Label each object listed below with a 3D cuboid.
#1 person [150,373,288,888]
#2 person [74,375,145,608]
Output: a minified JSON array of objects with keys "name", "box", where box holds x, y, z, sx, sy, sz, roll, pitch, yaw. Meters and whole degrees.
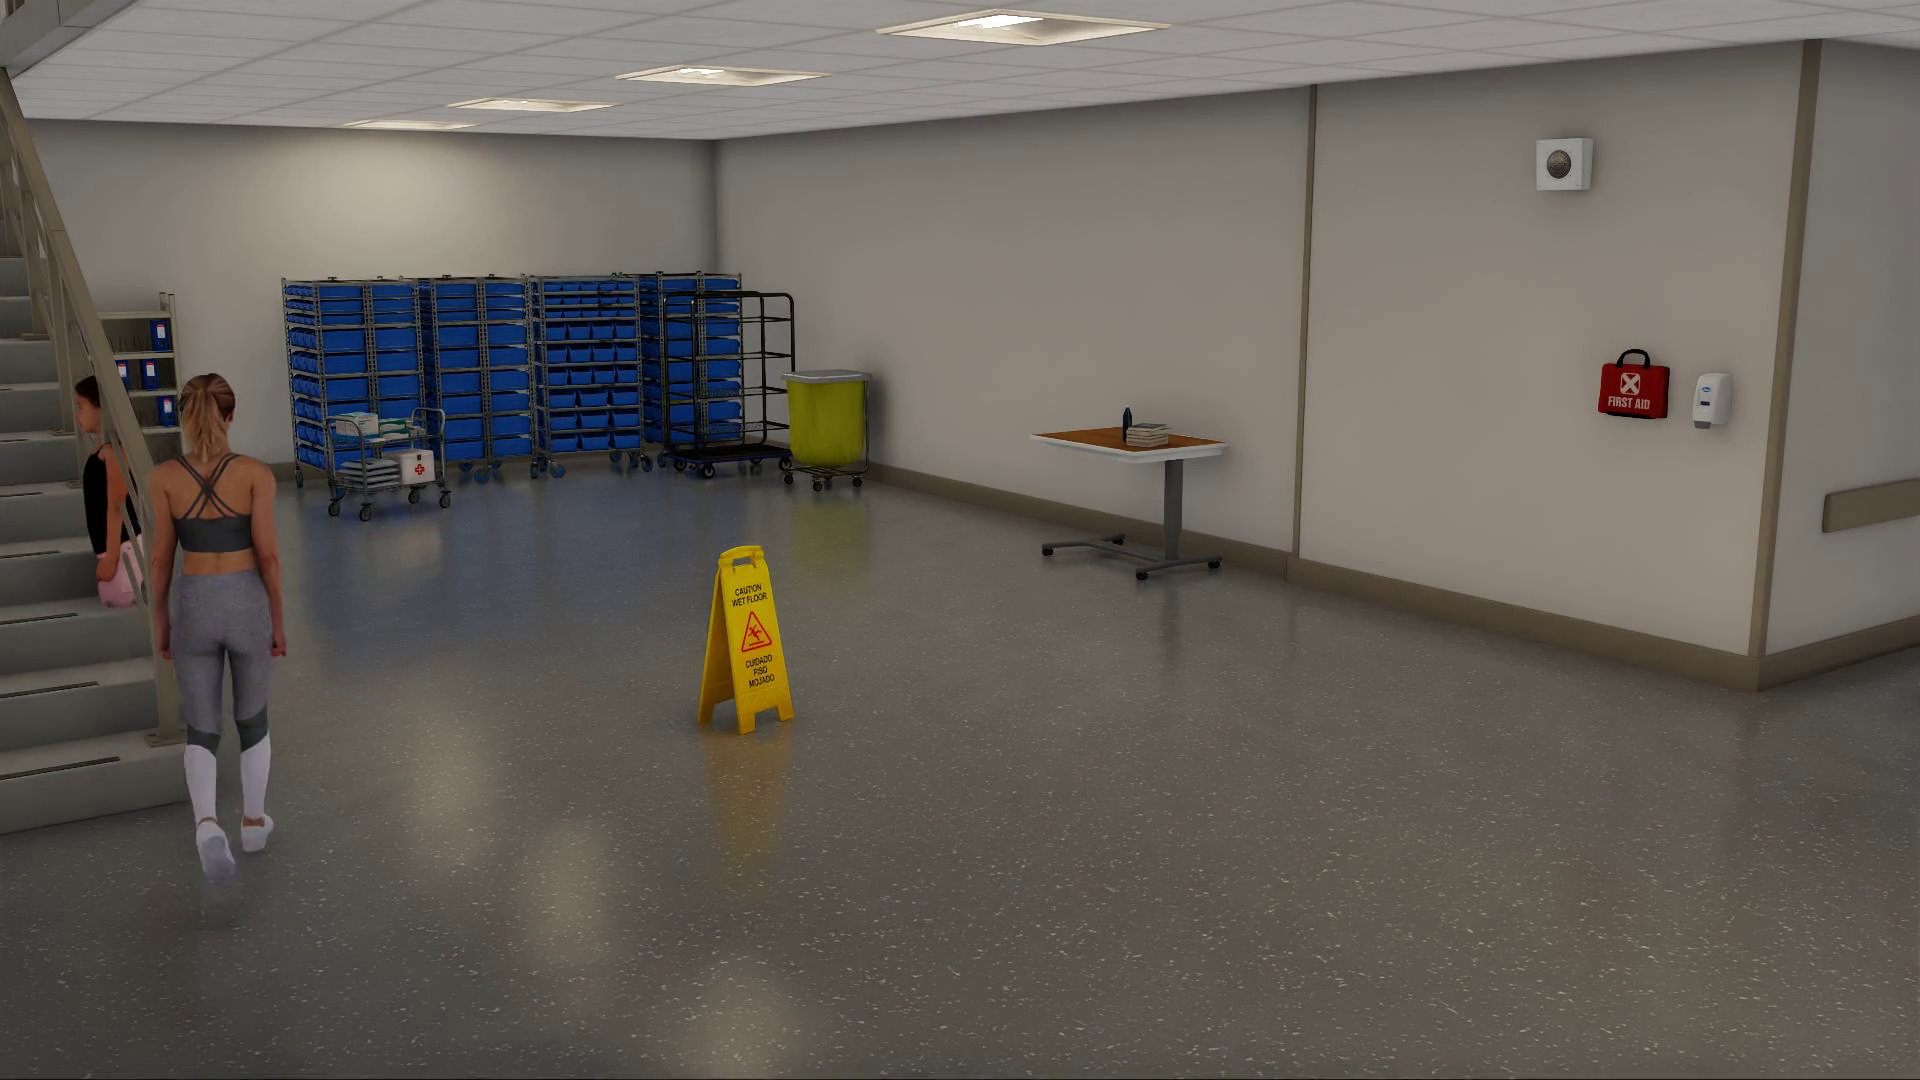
[{"name":"person","box":[-2.453,0.315,5.502,0.781,1.681,1.093,-3,11,-16]},{"name":"person","box":[-3.578,0.074,7.087,0.606,1.564,0.506,-5,12,-26]}]
